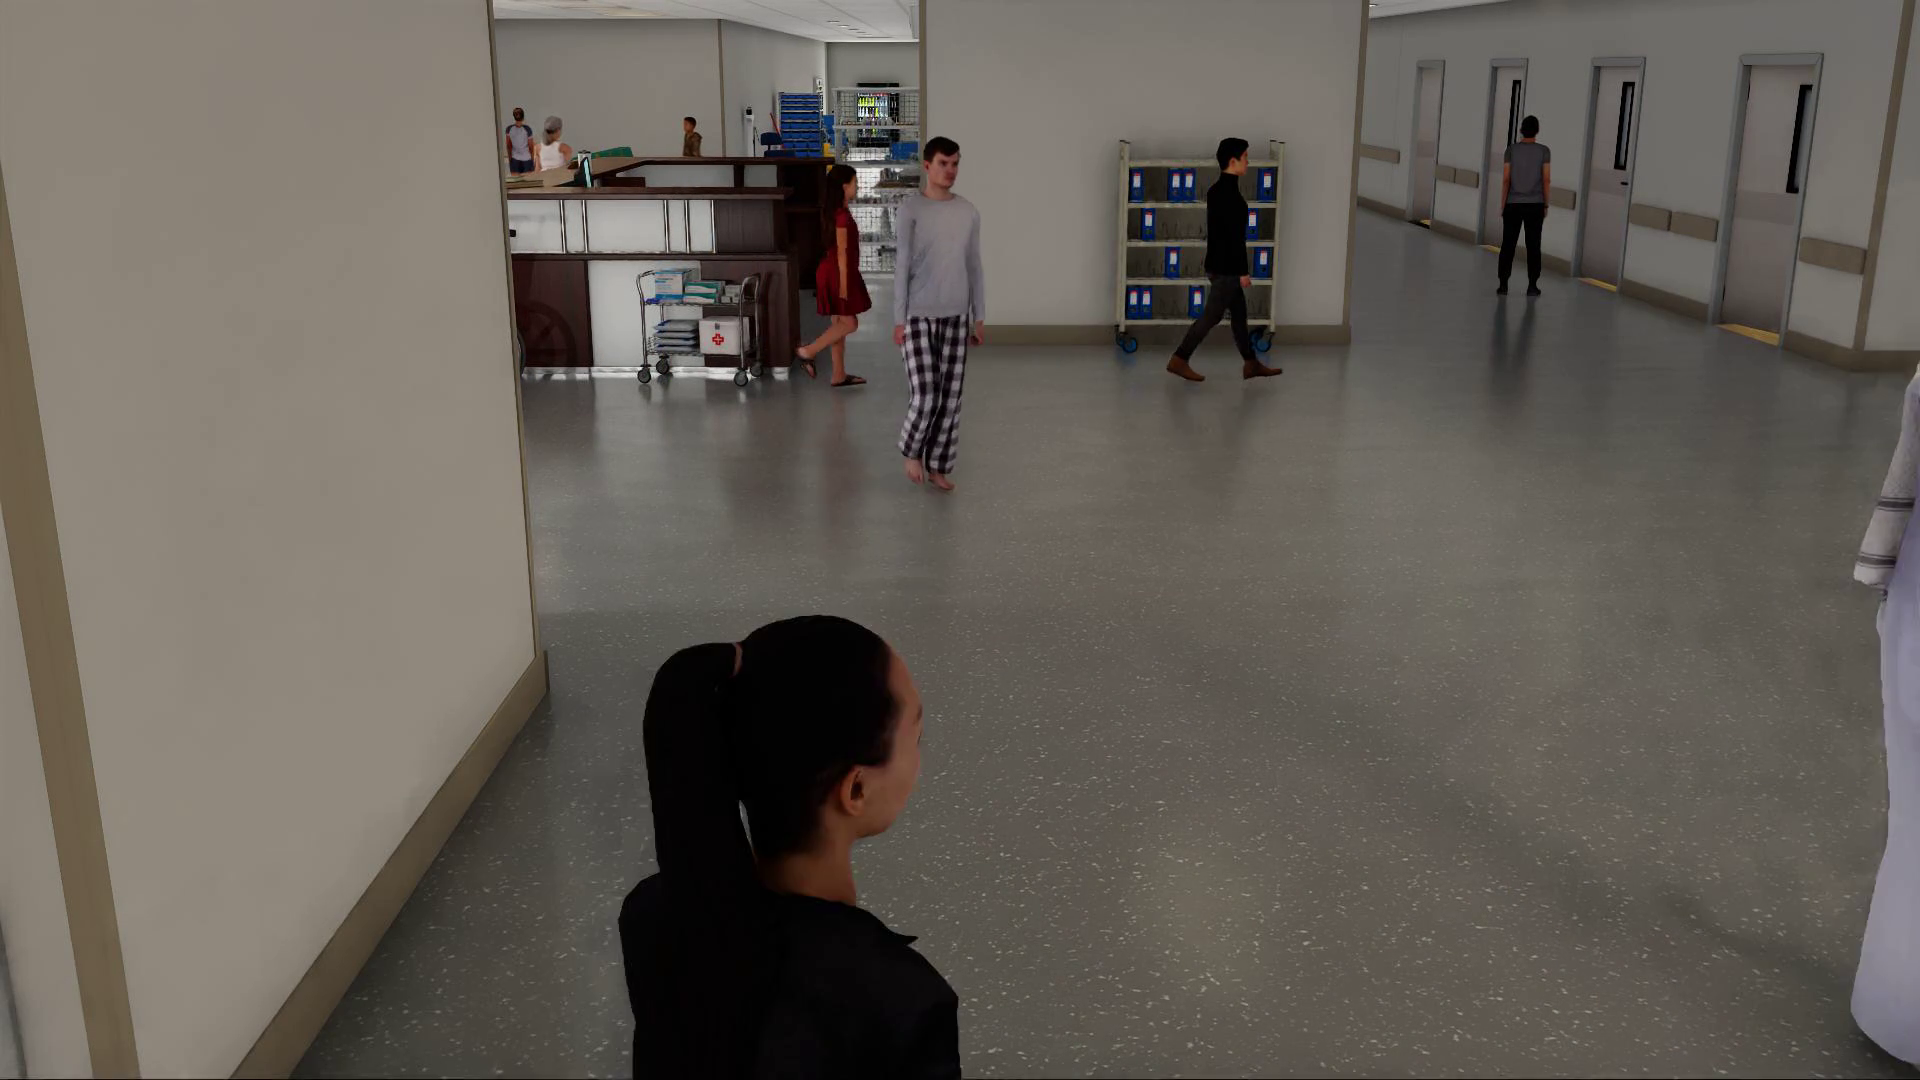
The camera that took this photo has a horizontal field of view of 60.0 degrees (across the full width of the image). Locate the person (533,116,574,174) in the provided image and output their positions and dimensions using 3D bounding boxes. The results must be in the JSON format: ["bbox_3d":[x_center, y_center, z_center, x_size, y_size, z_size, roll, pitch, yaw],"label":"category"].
[{"bbox_3d":[-4.477,-3.750,18.201,1.008,1.665,0.807,3,16,11],"label":"person"}]

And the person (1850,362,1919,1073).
[{"bbox_3d":[2.133,0.240,3.586,0.830,1.914,0.887,-6,17,-20],"label":"person"}]

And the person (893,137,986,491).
[{"bbox_3d":[-0.162,-1.181,8.775,0.748,1.835,0.824,-7,17,-23],"label":"person"}]

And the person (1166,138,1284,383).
[{"bbox_3d":[1.797,-1.927,11.687,1.073,1.690,0.681,-1,16,-2],"label":"person"}]

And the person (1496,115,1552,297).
[{"bbox_3d":[5.608,-3.326,16.533,0.612,1.753,0.746,6,17,21],"label":"person"}]

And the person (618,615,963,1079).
[{"bbox_3d":[-0.201,0.912,1.607,0.958,1.695,0.962,11,19,35],"label":"person"}]

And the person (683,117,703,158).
[{"bbox_3d":[-4.322,-6.098,26.914,0.731,1.454,0.681,-13,20,-38],"label":"person"}]

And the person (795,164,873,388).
[{"bbox_3d":[-0.905,-1.820,11.575,0.864,1.545,0.690,-6,17,-19],"label":"person"}]

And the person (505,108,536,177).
[{"bbox_3d":[-6.813,-5.887,25.855,0.484,1.624,0.652,-2,16,-5],"label":"person"}]
